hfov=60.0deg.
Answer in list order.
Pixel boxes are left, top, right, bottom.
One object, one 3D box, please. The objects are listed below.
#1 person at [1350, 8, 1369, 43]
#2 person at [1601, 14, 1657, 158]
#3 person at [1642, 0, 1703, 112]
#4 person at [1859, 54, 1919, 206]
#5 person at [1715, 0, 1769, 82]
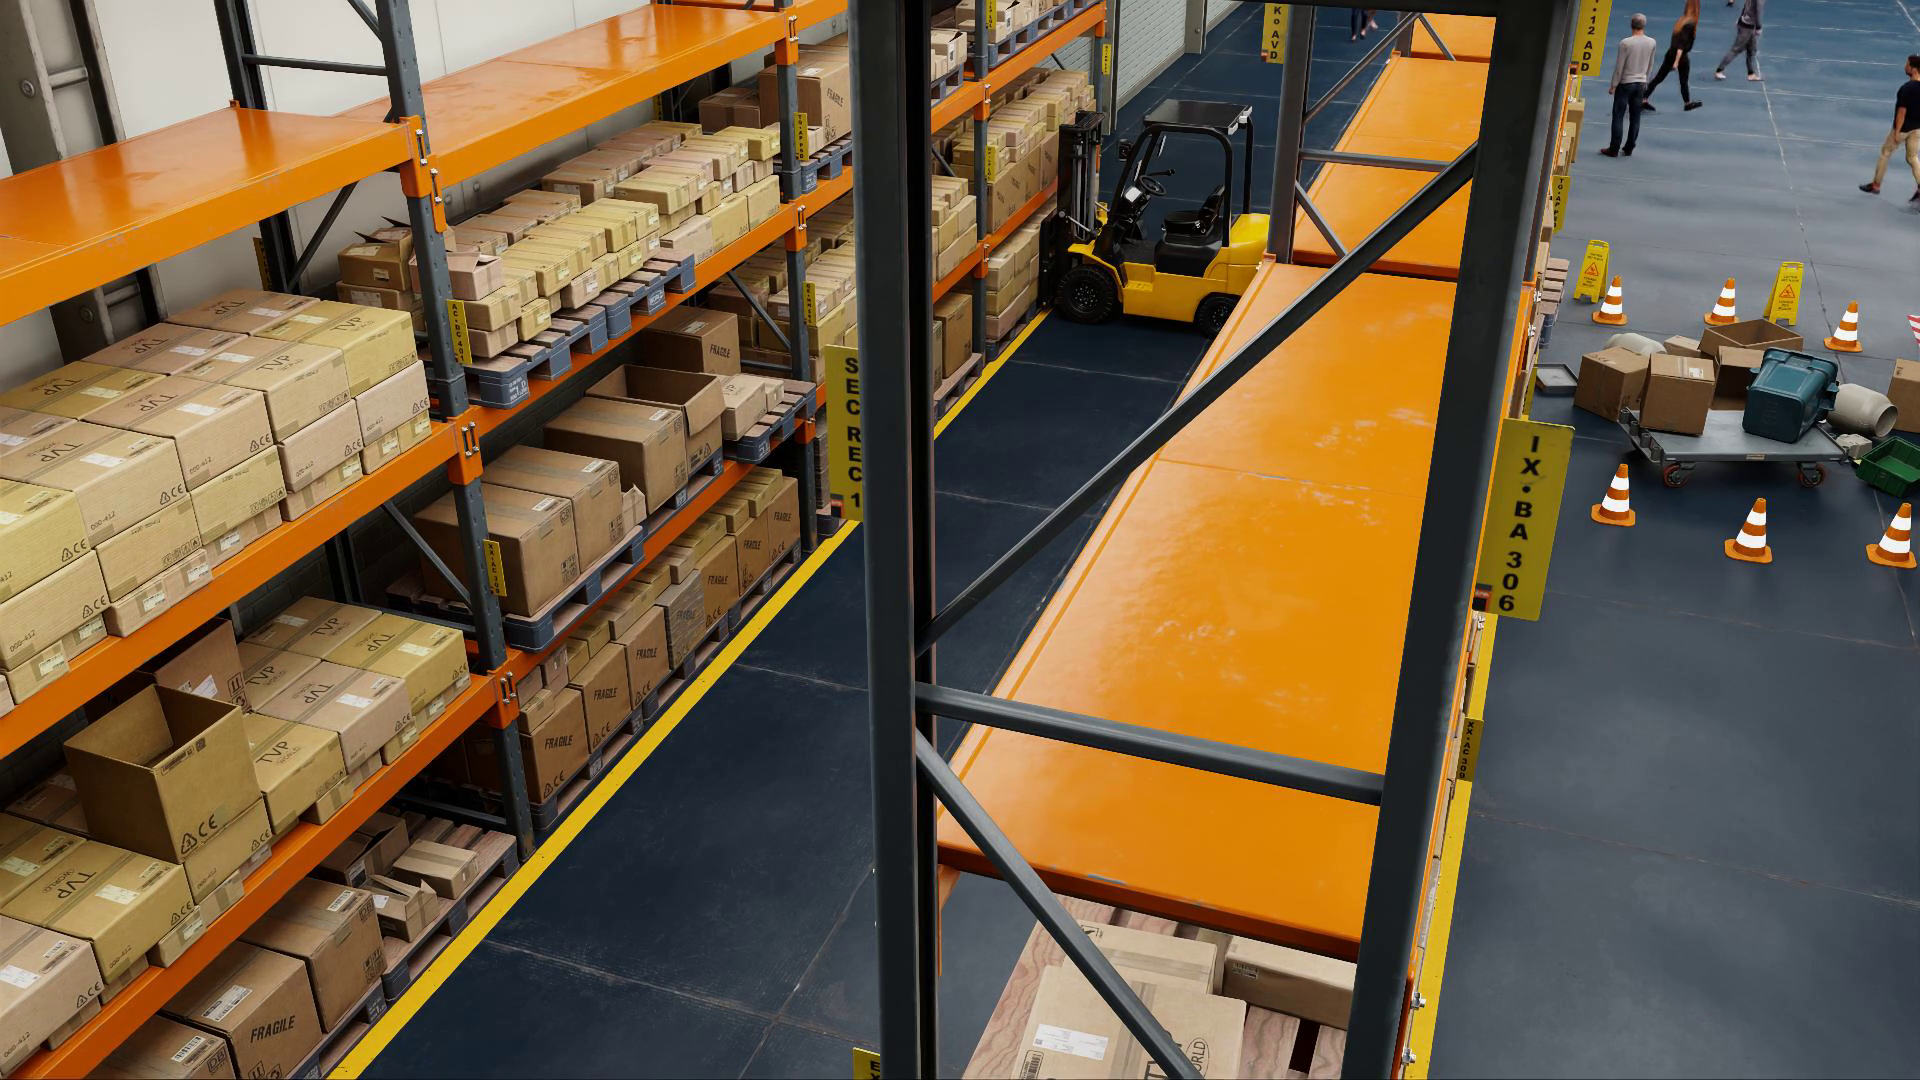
[{"bbox_3d":[7.192,-9.811,29.770,0.588,1.711,0.612,11,30,19],"label":"person"},{"bbox_3d":[9.227,-6.249,22.877,0.829,1.903,0.823,-5,28,-9],"label":"person"},{"bbox_3d":[10.676,-7.239,25.005,0.992,1.651,1.217,-1,28,-2],"label":"person"},{"bbox_3d":[11.934,-5.101,20.825,1.139,1.806,1.249,-9,29,-17],"label":"person"},{"bbox_3d":[12.662,-8.310,26.875,0.767,1.783,0.926,6,29,12],"label":"person"}]
